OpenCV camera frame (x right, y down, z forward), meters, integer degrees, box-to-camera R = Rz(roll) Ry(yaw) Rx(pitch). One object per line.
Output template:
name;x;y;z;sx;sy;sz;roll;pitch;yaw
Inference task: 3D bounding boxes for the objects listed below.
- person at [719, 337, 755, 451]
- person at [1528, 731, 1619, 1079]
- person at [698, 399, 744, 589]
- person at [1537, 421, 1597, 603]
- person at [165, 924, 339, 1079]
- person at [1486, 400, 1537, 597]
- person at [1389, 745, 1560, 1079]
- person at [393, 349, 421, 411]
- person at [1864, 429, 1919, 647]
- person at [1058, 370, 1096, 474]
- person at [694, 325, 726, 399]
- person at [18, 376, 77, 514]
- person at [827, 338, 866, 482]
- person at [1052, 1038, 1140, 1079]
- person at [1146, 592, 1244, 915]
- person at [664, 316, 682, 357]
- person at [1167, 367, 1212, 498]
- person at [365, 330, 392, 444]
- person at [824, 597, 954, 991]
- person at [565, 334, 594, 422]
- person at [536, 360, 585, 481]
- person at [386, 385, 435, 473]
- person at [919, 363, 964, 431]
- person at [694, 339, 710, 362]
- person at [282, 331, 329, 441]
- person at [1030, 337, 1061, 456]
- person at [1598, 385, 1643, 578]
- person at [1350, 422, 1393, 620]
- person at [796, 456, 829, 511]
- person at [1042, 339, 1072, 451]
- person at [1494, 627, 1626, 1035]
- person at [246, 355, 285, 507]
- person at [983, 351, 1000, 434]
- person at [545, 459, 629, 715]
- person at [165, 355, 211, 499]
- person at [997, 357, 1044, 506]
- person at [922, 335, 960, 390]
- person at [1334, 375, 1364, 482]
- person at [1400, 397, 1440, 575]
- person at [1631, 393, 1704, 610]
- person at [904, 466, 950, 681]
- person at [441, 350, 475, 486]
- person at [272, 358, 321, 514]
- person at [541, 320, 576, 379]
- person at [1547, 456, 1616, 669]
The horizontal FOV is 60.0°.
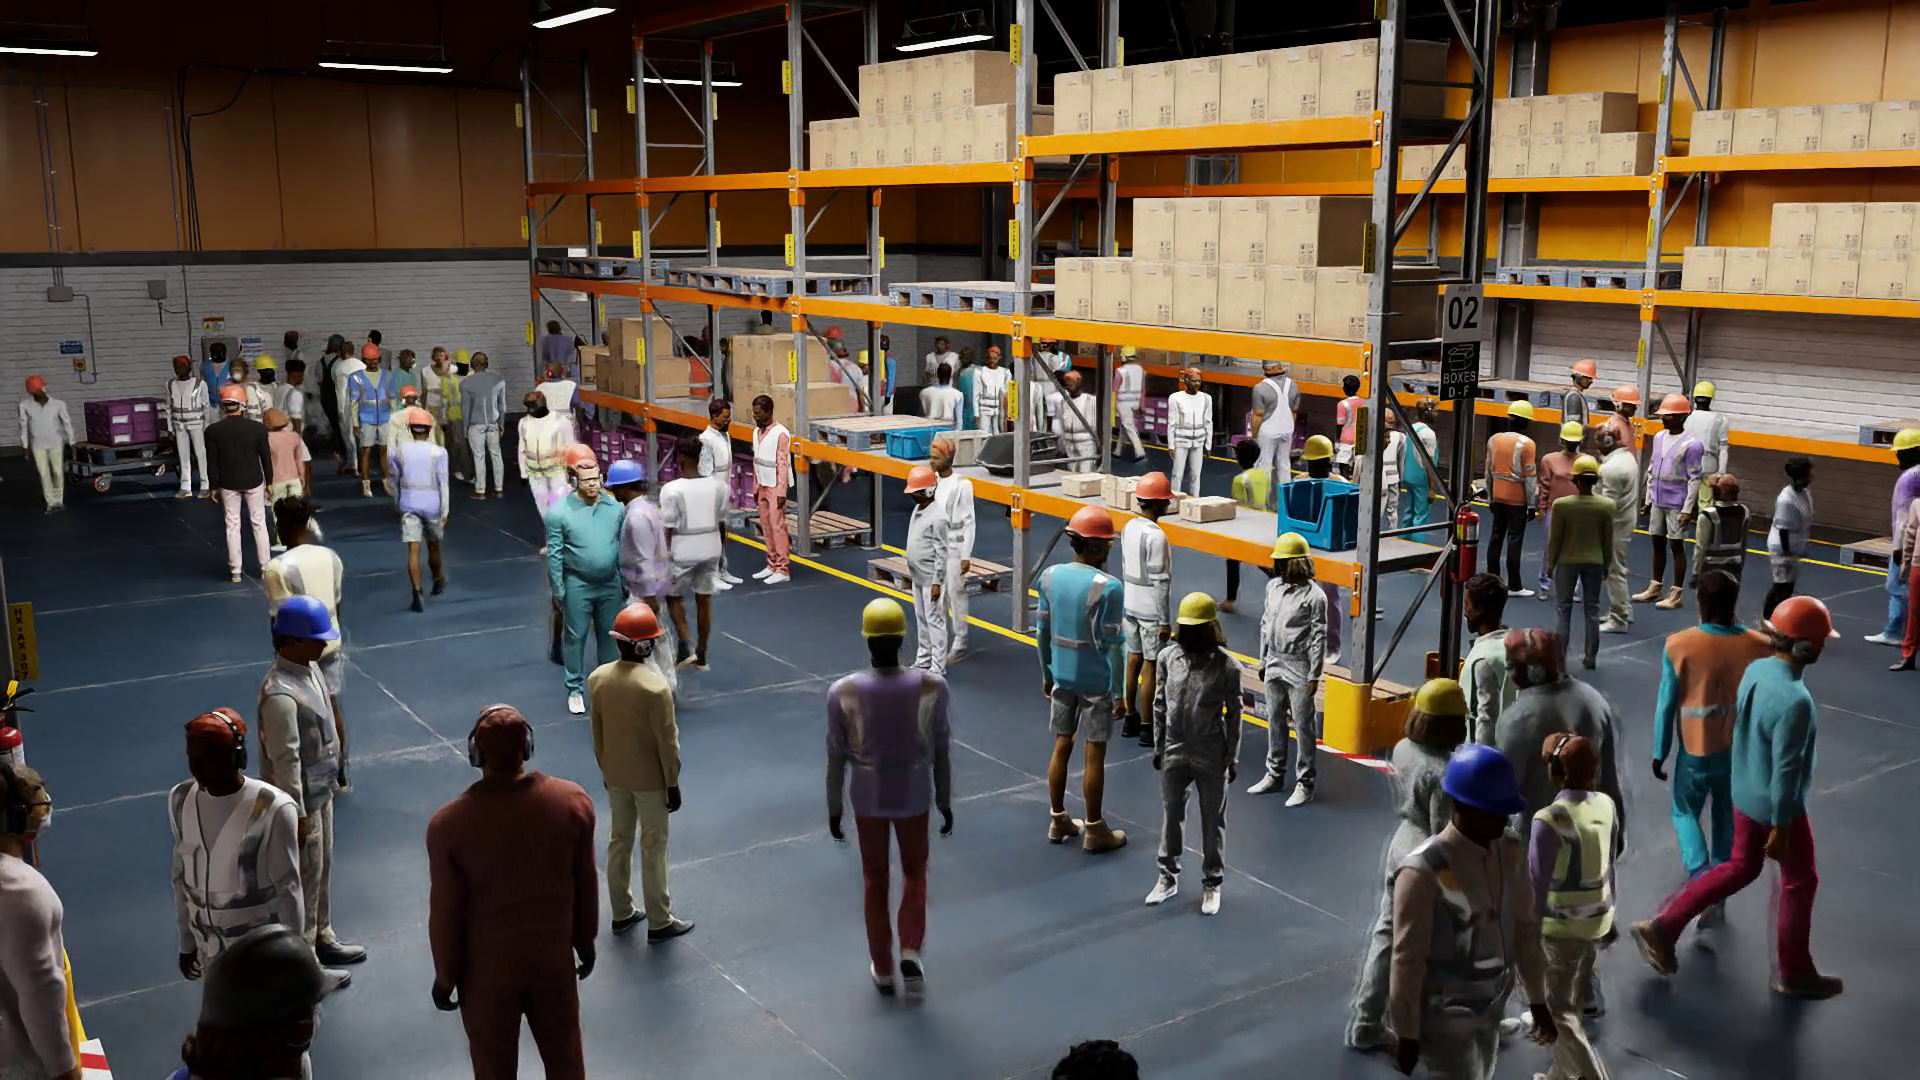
person;-3.534;-2.271;26.031;0.906;1.832;0.527;-7;13;-31
person;2.553;1.603;6.766;0.543;1.610;0.547;-8;14;-36
person;-2.421;-0.456;16.544;0.410;1.907;0.596;2;11;9
person;5.814;-0.271;15.964;0.526;1.759;0.336;3;11;13
person;-1.614;1.904;4.106;0.684;2.000;0.538;7;13;31
person;5.391;-0.404;16.233;0.383;1.918;0.584;-6;13;-28
person;1.780;1.635;5.760;0.632;1.932;0.511;-10;15;-41
person;-7.471;-1.635;22.611;0.455;1.909;0.671;0;11;0
person;8.163;0.015;14.146;0.639;1.890;0.681;-10;15;-42
person;1.431;-1.102;19.926;0.602;1.870;0.423;9;14;38
person;-4.112;-2.573;27.364;0.643;1.909;0.410;-1;11;-7
person;-11.438;-1.208;20.866;0.611;1.721;0.583;-6;13;-28
person;-1.657;-1.843;23.284;0.709;2.000;0.652;1;11;5
person;0.327;2.064;4.169;0.540;1.695;0.317;3;12;16
person;1.249;1.127;8.848;0.485;1.744;0.308;5;12;26
person;-5.433;-3.256;31.016;0.506;1.847;0.345;-5;12;-24
person;2.789;-1.152;20.190;0.581;1.879;0.365;-3;11;-14
person;-9.444;-2.481;27.029;0.500;1.862;0.327;-10;15;-42
person;-0.340;1.216;7.952;0.613;1.910;0.410;-1;11;-6
person;-5.941;-2.311;26.179;0.520;1.844;0.330;1;11;3
person;-5.259;-1.467;21.963;0.621;1.811;0.520;-1;11;-4
person;-6.427;-0.956;19.573;0.602;1.714;0.620;-9;14;-40
person;-0.242;-1.300;21.006;0.613;1.852;1.063;2;11;12
person;-4.077;-2.327;26.528;0.344;1.743;0.557;0;11;0
person;-10.844;-2.492;27.168;1.005;1.825;0.584;-7;13;-30
person;1.349;-2.256;25.691;0.571;1.931;0.389;8;13;34
person;6.738;-0.600;17.047;0.399;1.989;0.623;9;15;40
person;3.748;-0.183;15.321;0.395;1.835;0.563;2;11;12
person;-1.950;-1.290;20.780;0.644;1.907;0.595;-1;11;-5
person;1.424;-2.266;25.979;0.619;1.838;0.430;1;11;6
person;2.672;1.324;7.512;0.664;1.870;0.538;-8;13;-34
person;-8.838;-1.396;21.280;0.361;1.930;0.587;3;12;17
person;0.490;-2.153;25.911;0.281;1.636;0.500;6;13;28
person;-2.757;0.338;12.468;0.651;1.907;0.409;-8;14;-35
person;-10.115;-1.477;21.813;0.585;1.882;0.337;1;11;3
person;0.761;-1.385;21.181;0.615;1.944;0.404;-3;12;-16
person;-0.339;-2.334;26.400;0.607;1.797;0.892;5;12;22
person;4.972;-1.254;21.175;0.535;1.691;0.317;-7;13;-33
person;4.783;-0.568;17.263;0.327;1.843;0.516;-2;11;-11
person;6.689;-0.364;15.708;0.376;2.043;0.609;-4;12;-19
person;-0.281;0.274;13.207;0.334;1.743;0.560;-5;12;-24
person;-6.884;-1.710;23.079;0.602;1.867;0.989;-10;15;-42
person;-8.329;-1.292;20.744;0.628;1.937;0.479;9;14;38
person;-6.948;-2.836;28.731;0.699;1.909;0.815;1;11;6
person;5.067;0.188;13.619;0.526;1.760;0.336;1;11;3
